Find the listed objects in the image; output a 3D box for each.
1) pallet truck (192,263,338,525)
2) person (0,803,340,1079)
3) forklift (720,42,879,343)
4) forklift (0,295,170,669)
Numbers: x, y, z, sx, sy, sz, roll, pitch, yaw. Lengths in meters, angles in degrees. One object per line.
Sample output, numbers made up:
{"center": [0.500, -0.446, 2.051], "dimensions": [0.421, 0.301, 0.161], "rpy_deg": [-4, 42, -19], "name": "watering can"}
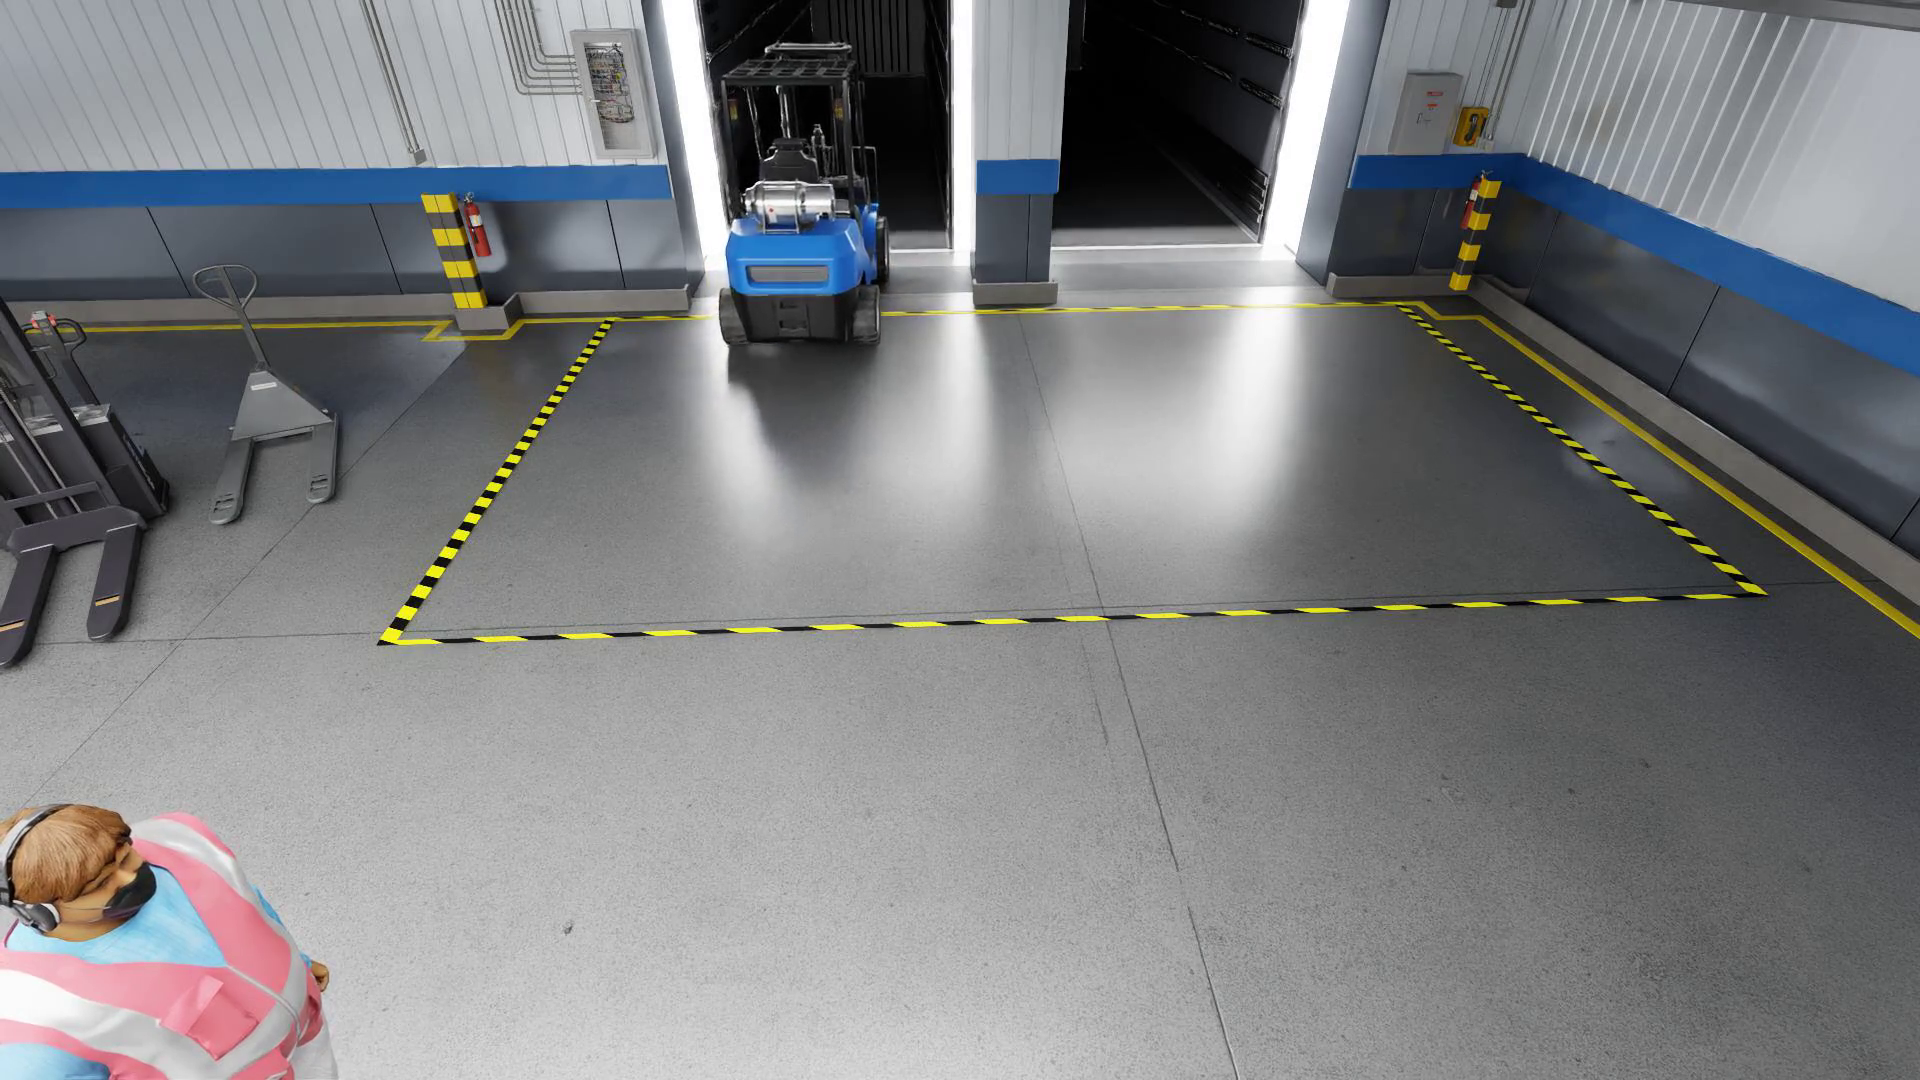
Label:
{"center": [-4.778, -1.027, 6.128], "dimensions": [0.680, 1.201, 1.601], "rpy_deg": [-17, 38, -23], "name": "pallet truck"}
{"center": [-1.790, 1.289, 2.273], "dimensions": [0.429, 1.842, 0.630], "rpy_deg": [-2, 35, -2], "name": "person"}
{"center": [-1.399, -3.213, 8.278], "dimensions": [1.157, 2.036, 2.680], "rpy_deg": [0, 35, 0], "name": "forklift"}
{"center": [-5.212, -0.618, 4.878], "dimensions": [0.823, 1.965, 1.885], "rpy_deg": [-20, 39, -26], "name": "forklift"}
